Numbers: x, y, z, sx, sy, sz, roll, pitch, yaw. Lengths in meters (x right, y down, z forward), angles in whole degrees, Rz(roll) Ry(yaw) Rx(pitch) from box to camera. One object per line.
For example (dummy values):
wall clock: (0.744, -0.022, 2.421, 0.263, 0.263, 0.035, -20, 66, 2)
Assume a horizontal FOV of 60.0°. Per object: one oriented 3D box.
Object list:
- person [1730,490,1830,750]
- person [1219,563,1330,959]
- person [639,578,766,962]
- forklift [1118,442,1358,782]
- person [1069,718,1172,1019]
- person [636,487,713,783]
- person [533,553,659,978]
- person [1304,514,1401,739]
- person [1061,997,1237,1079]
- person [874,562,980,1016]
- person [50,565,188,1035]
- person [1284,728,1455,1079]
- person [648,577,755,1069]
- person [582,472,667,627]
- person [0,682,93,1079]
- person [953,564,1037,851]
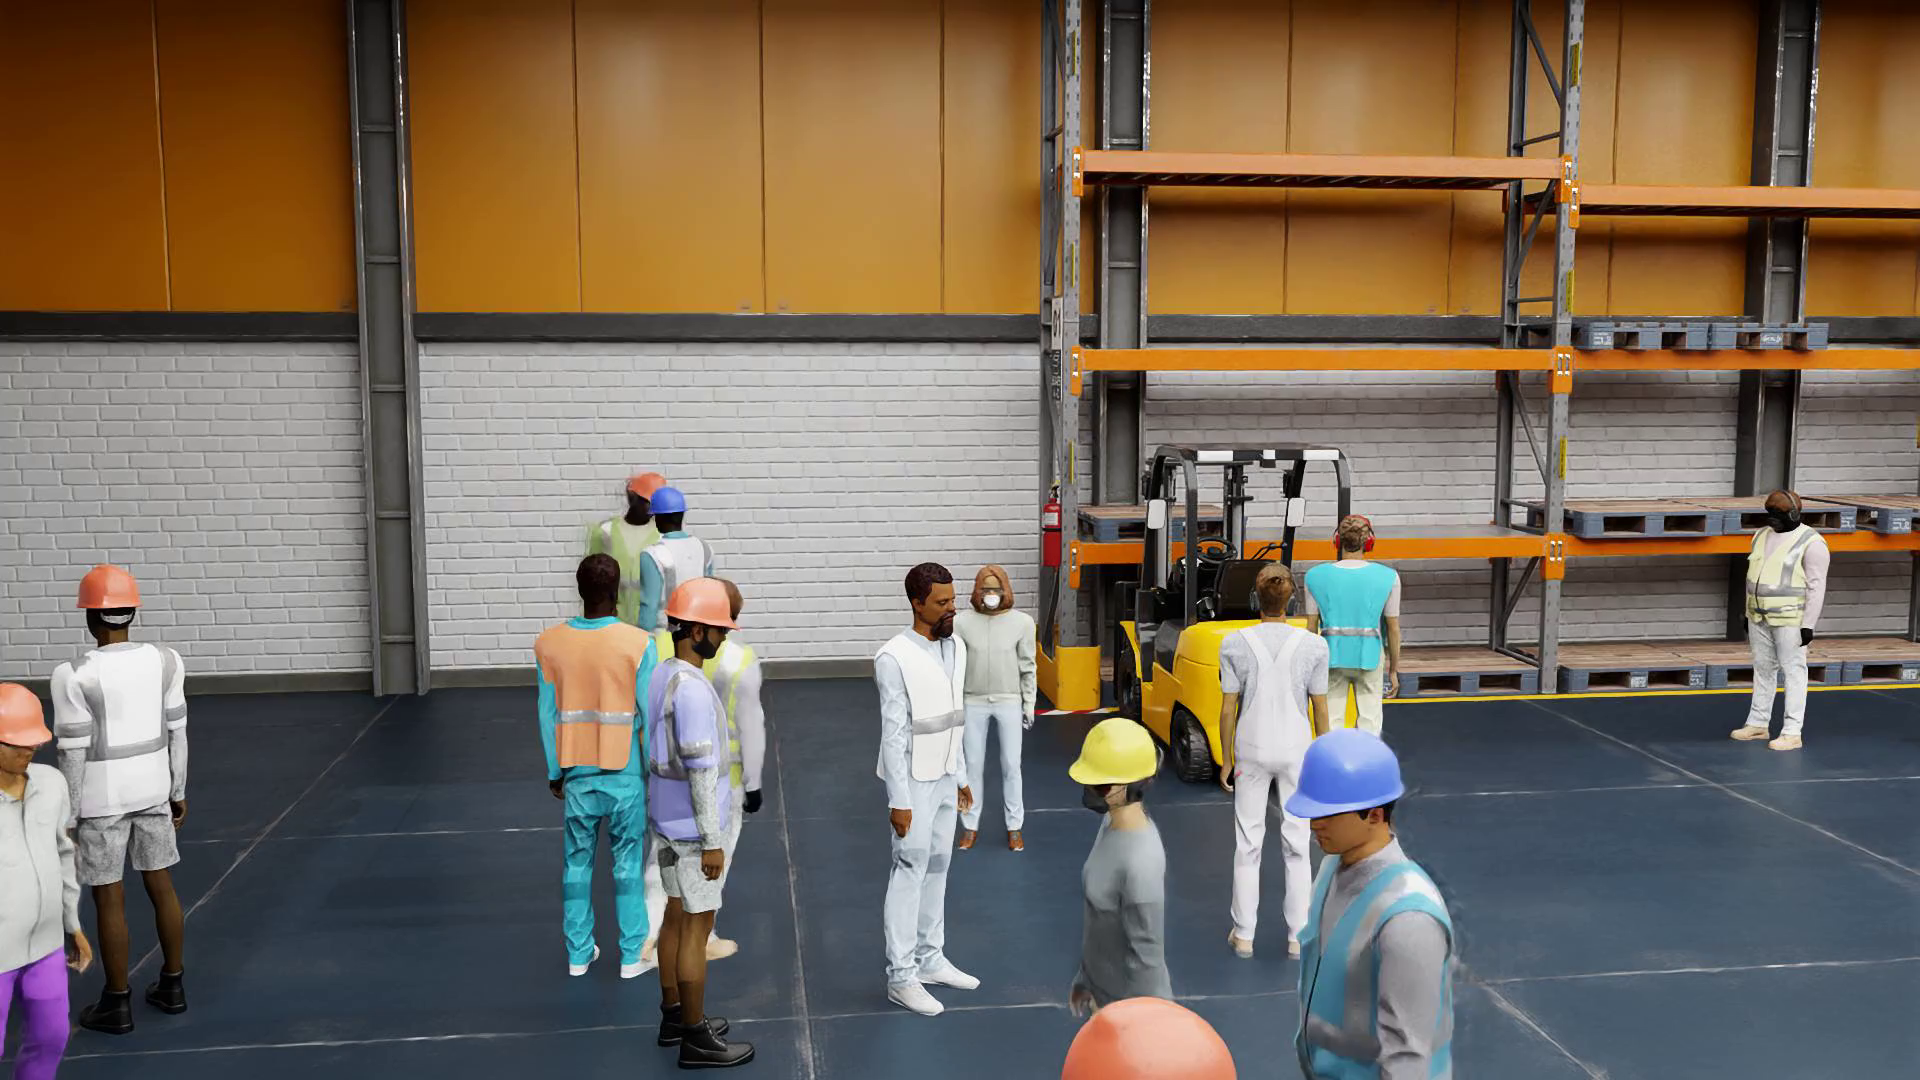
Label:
person: (5.808, 0.561, 11.805, 0.429, 1.838, 0.621, -2, 7, -20)
person: (1.449, 1.023, 7.715, 0.508, 1.846, 0.345, 1, 7, 9)
person: (-1.203, 1.069, 7.560, 0.713, 1.812, 0.465, 2, 7, 17)
forklift: (1.912, 0.418, 11.496, 1.214, 2.155, 2.313, -1, 7, -8)
person: (0.471, 1.381, 4.988, 0.331, 1.766, 0.551, 0, 7, 1)
person: (-1.866, 0.628, 10.787, 0.411, 1.943, 0.627, 4, 8, 34)
person: (-1.608, 1.015, 7.475, 0.593, 1.917, 0.392, 1, 7, 11)
person: (2.332, 0.770, 9.922, 0.567, 1.846, 0.389, 2, 7, 16)
person: (0.271, 1.587, 2.368, 0.377, 1.938, 0.547, -5, 8, -36)
person: (-0.151, 1.046, 7.193, 0.392, 1.920, 0.593, 4, 7, 29)
person: (-3.500, 1.067, 6.927, 0.362, 1.935, 0.553, 4, 8, 34)
person: (1.098, 1.402, 4.182, 0.918, 1.914, 0.627, -1, 7, -10)
person: (-1.041, 1.109, 6.598, 0.366, 1.930, 0.542, -3, 7, -25)
person: (-2.342, 0.524, 11.485, 0.811, 1.987, 0.453, -1, 7, -7)
person: (-3.130, 1.328, 5.497, 0.359, 1.753, 0.582, 2, 7, 17)
person: (0.182, 0.942, 9.383, 0.505, 1.628, 0.278, 1, 7, 4)
